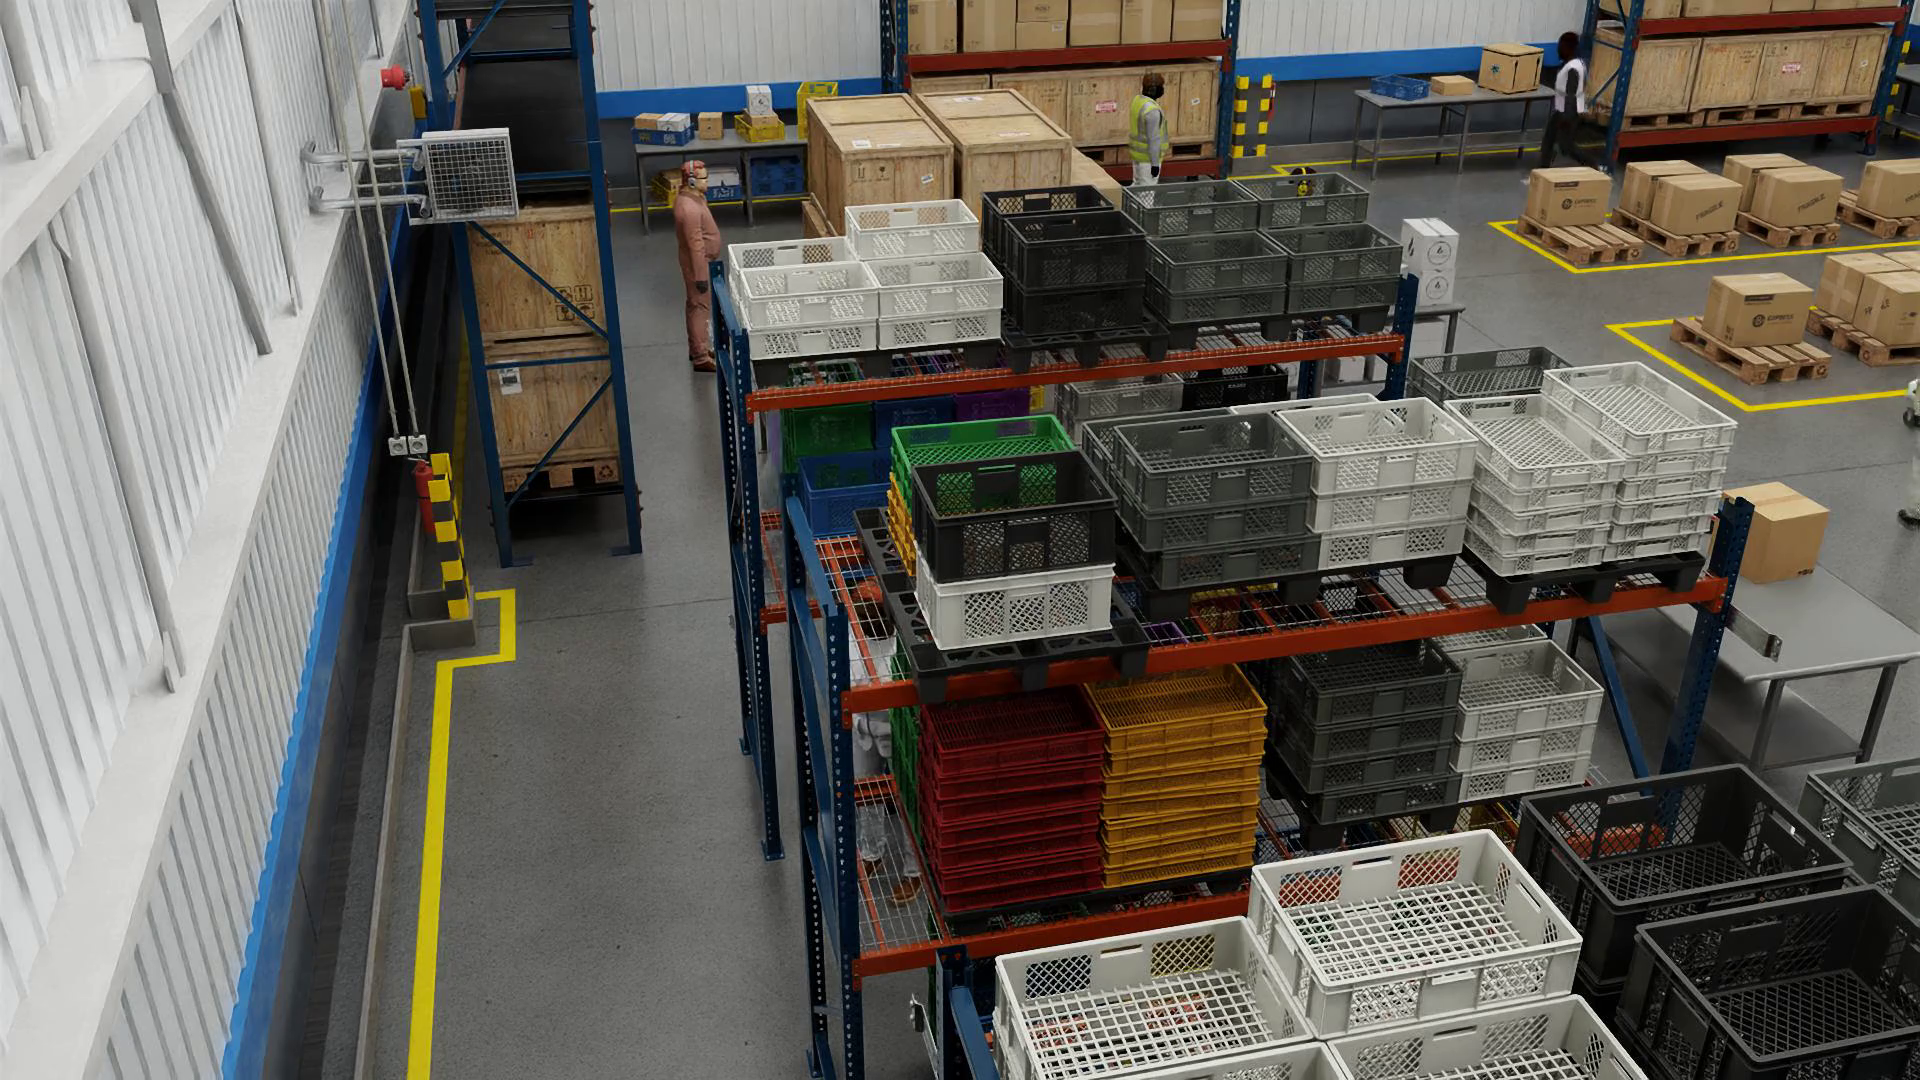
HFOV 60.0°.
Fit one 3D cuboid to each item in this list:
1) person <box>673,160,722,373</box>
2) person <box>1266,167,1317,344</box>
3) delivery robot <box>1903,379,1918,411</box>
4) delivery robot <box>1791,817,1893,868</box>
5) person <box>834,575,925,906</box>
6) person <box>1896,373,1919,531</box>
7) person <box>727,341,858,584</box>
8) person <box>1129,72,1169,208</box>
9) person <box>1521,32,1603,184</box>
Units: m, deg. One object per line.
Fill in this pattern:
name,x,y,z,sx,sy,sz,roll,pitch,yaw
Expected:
person,-2.332,-2.469,14.960,0.405,1.906,0.652,-6,28,-12
person,2.978,-2.421,14.908,0.311,1.869,0.534,-6,28,-12
delivery robot,8.319,-1.265,14.018,0.707,0.478,0.477,-16,32,-27
delivery robot,4.523,1.697,8.398,0.477,0.478,0.707,-6,28,-12
person,-0.380,1.000,8.414,0.581,1.879,0.344,14,31,25
person,7.246,-0.886,12.074,0.406,1.801,0.663,-20,34,-33
person,-1.152,-0.577,11.413,1.074,1.885,0.640,16,32,28
person,2.083,-4.227,18.363,0.429,1.842,0.634,-6,28,-12
person,7.442,-5.217,20.214,0.835,1.881,0.634,4,28,8
